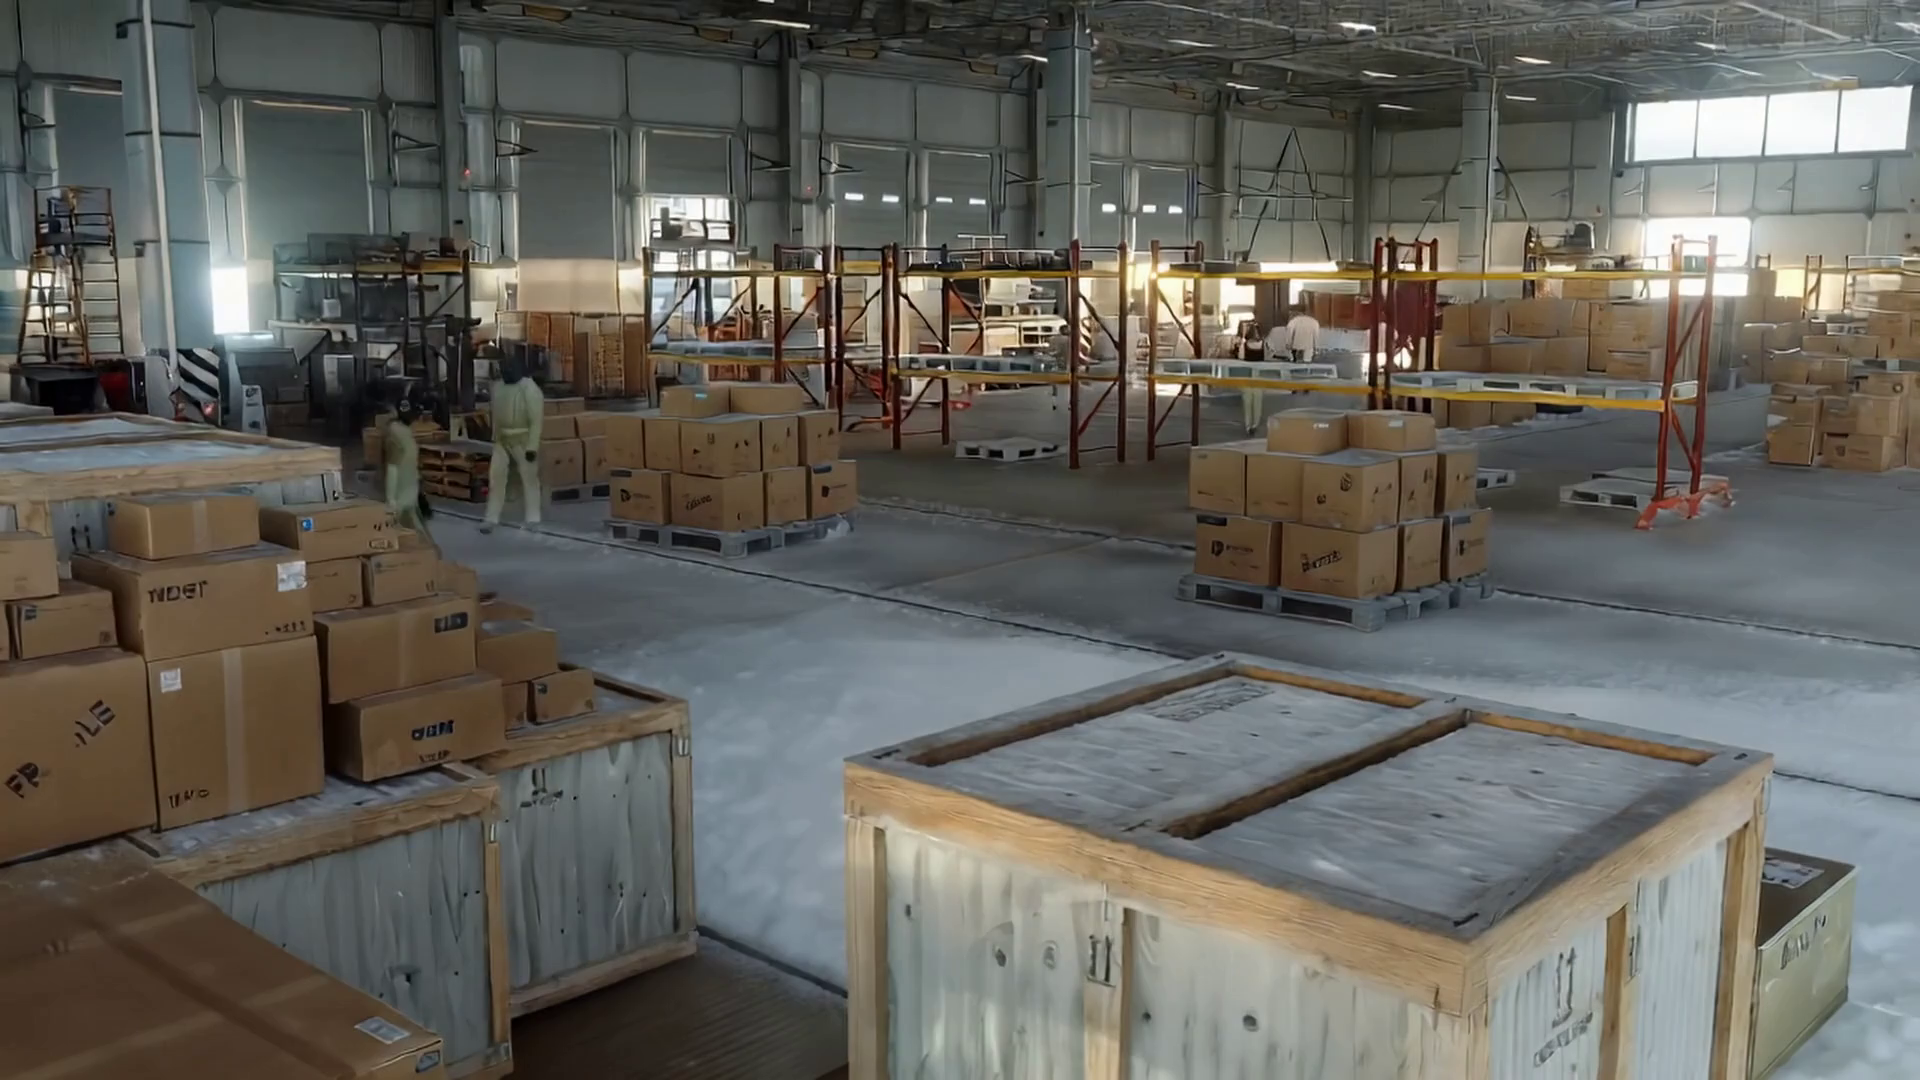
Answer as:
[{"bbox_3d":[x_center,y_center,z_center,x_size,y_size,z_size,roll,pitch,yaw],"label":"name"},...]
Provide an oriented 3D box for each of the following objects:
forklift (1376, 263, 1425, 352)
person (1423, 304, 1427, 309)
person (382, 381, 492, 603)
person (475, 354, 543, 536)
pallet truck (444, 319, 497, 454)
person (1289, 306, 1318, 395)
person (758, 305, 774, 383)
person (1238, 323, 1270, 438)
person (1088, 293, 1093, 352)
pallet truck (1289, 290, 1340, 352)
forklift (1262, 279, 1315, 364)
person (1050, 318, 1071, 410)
[{"bbox_3d":[12.602,-6.390,46.722,1.129,2.768,1.873,-8,12,-41],"label":"forklift"},{"bbox_3d":[13.472,-5.991,48.070,0.307,1.640,0.520,-5,11,-29],"label":"person"},{"bbox_3d":[-4.023,-0.262,12.385,1.003,1.815,0.540,-3,10,-18],"label":"person"},{"bbox_3d":[-4.482,-0.923,16.459,0.662,1.811,0.839,4,10,25],"label":"person"},{"bbox_3d":[-6.981,-1.942,22.150,1.885,1.965,0.823,1,9,9],"label":"pallet truck"},{"bbox_3d":[7.257,-4.004,35.162,0.630,1.890,1.034,5,10,26],"label":"person"},{"bbox_3d":[-4.172,-4.125,35.886,0.359,1.884,0.573,-4,10,-24],"label":"person"},{"bbox_3d":[4.672,-2.555,26.479,0.506,1.823,0.888,1,9,4],"label":"person"},{"bbox_3d":[3.924,-6.662,51.317,0.550,1.929,0.387,-9,13,-42],"label":"person"},{"bbox_3d":[11.297,-6.951,52.861,1.885,1.965,0.823,-5,11,-29],"label":"pallet truck"},{"bbox_3d":[8.557,-6.090,44.881,1.873,2.768,1.129,9,13,43],"label":"forklift"},{"bbox_3d":[1.939,-3.301,31.292,0.484,1.737,0.324,1,9,4],"label":"person"}]
